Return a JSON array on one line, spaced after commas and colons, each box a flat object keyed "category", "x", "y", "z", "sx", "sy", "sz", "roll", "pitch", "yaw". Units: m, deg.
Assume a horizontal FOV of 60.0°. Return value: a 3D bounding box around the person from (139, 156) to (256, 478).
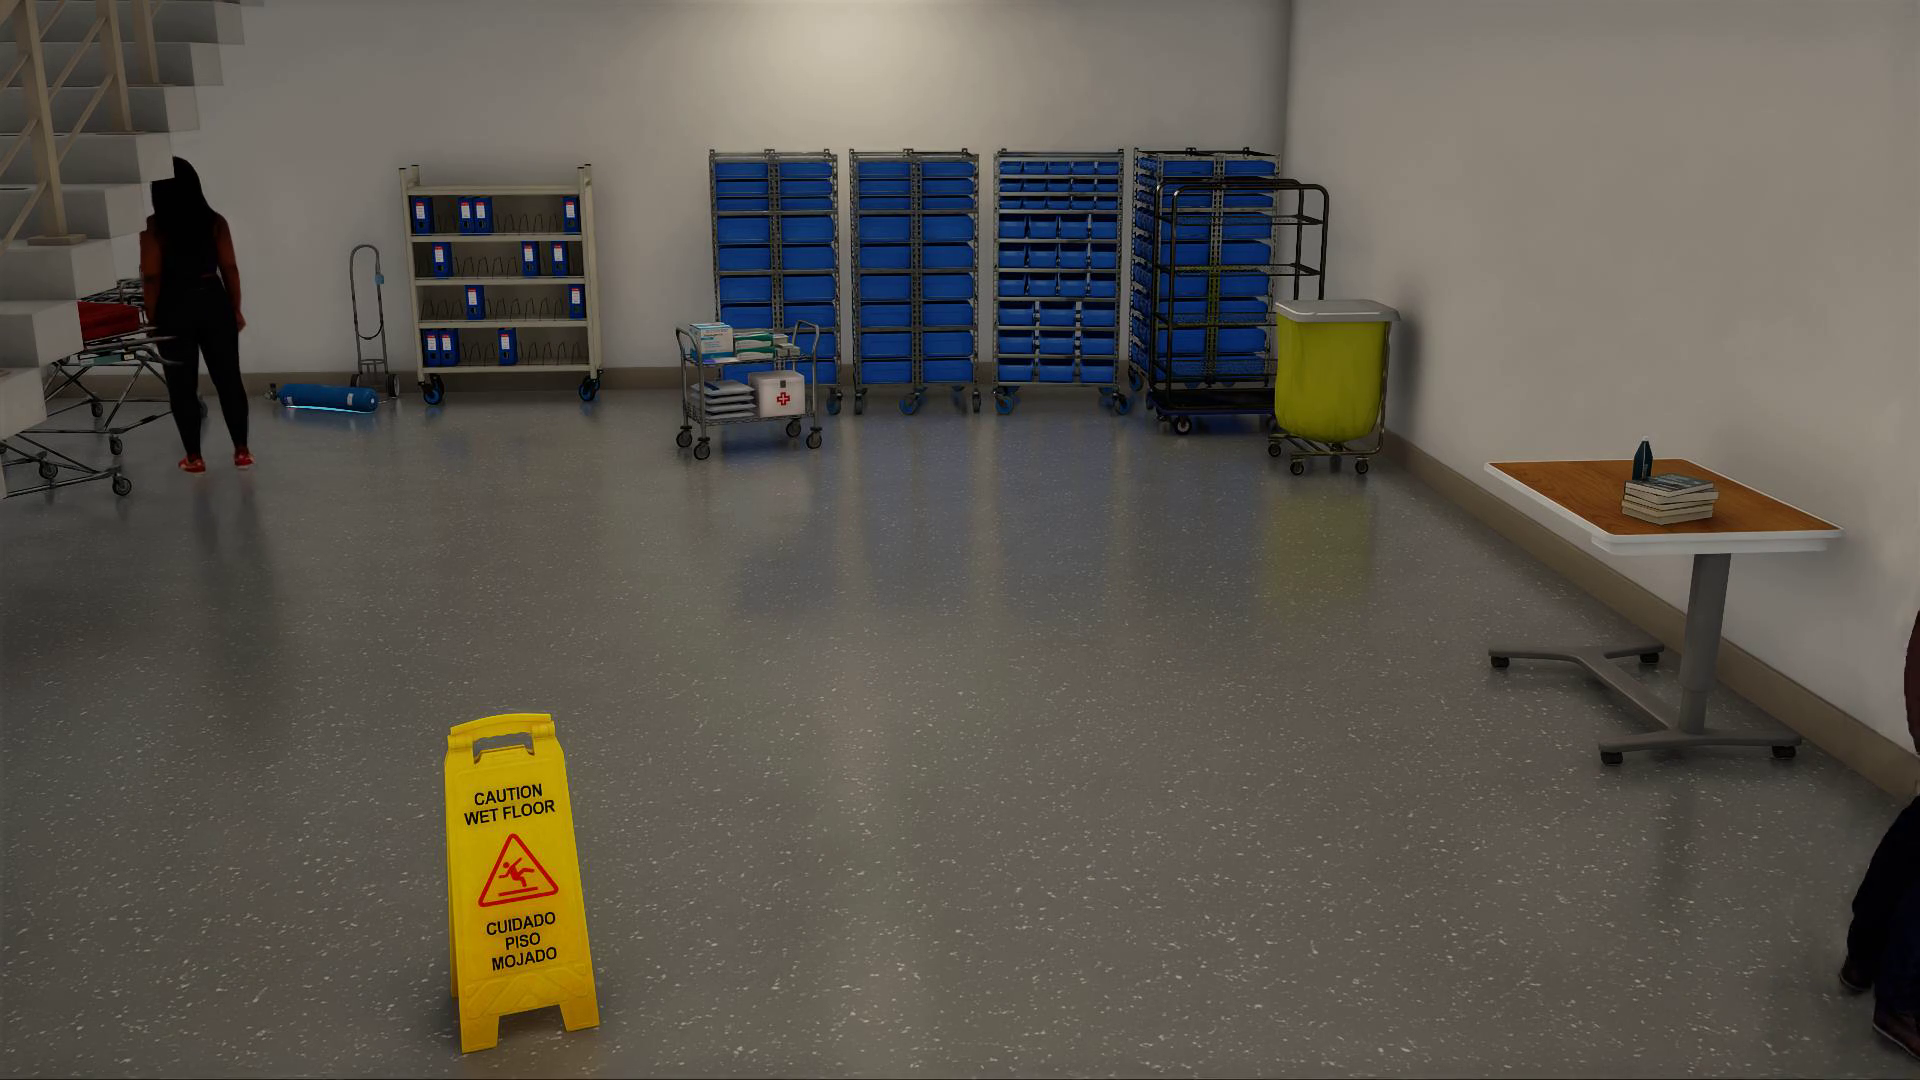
[{"category": "person", "x": -4.385, "y": -1.275, "z": 9.529, "sx": 0.780, "sy": 1.816, "sz": 0.787, "roll": -11, "pitch": 19, "yaw": -34}]
